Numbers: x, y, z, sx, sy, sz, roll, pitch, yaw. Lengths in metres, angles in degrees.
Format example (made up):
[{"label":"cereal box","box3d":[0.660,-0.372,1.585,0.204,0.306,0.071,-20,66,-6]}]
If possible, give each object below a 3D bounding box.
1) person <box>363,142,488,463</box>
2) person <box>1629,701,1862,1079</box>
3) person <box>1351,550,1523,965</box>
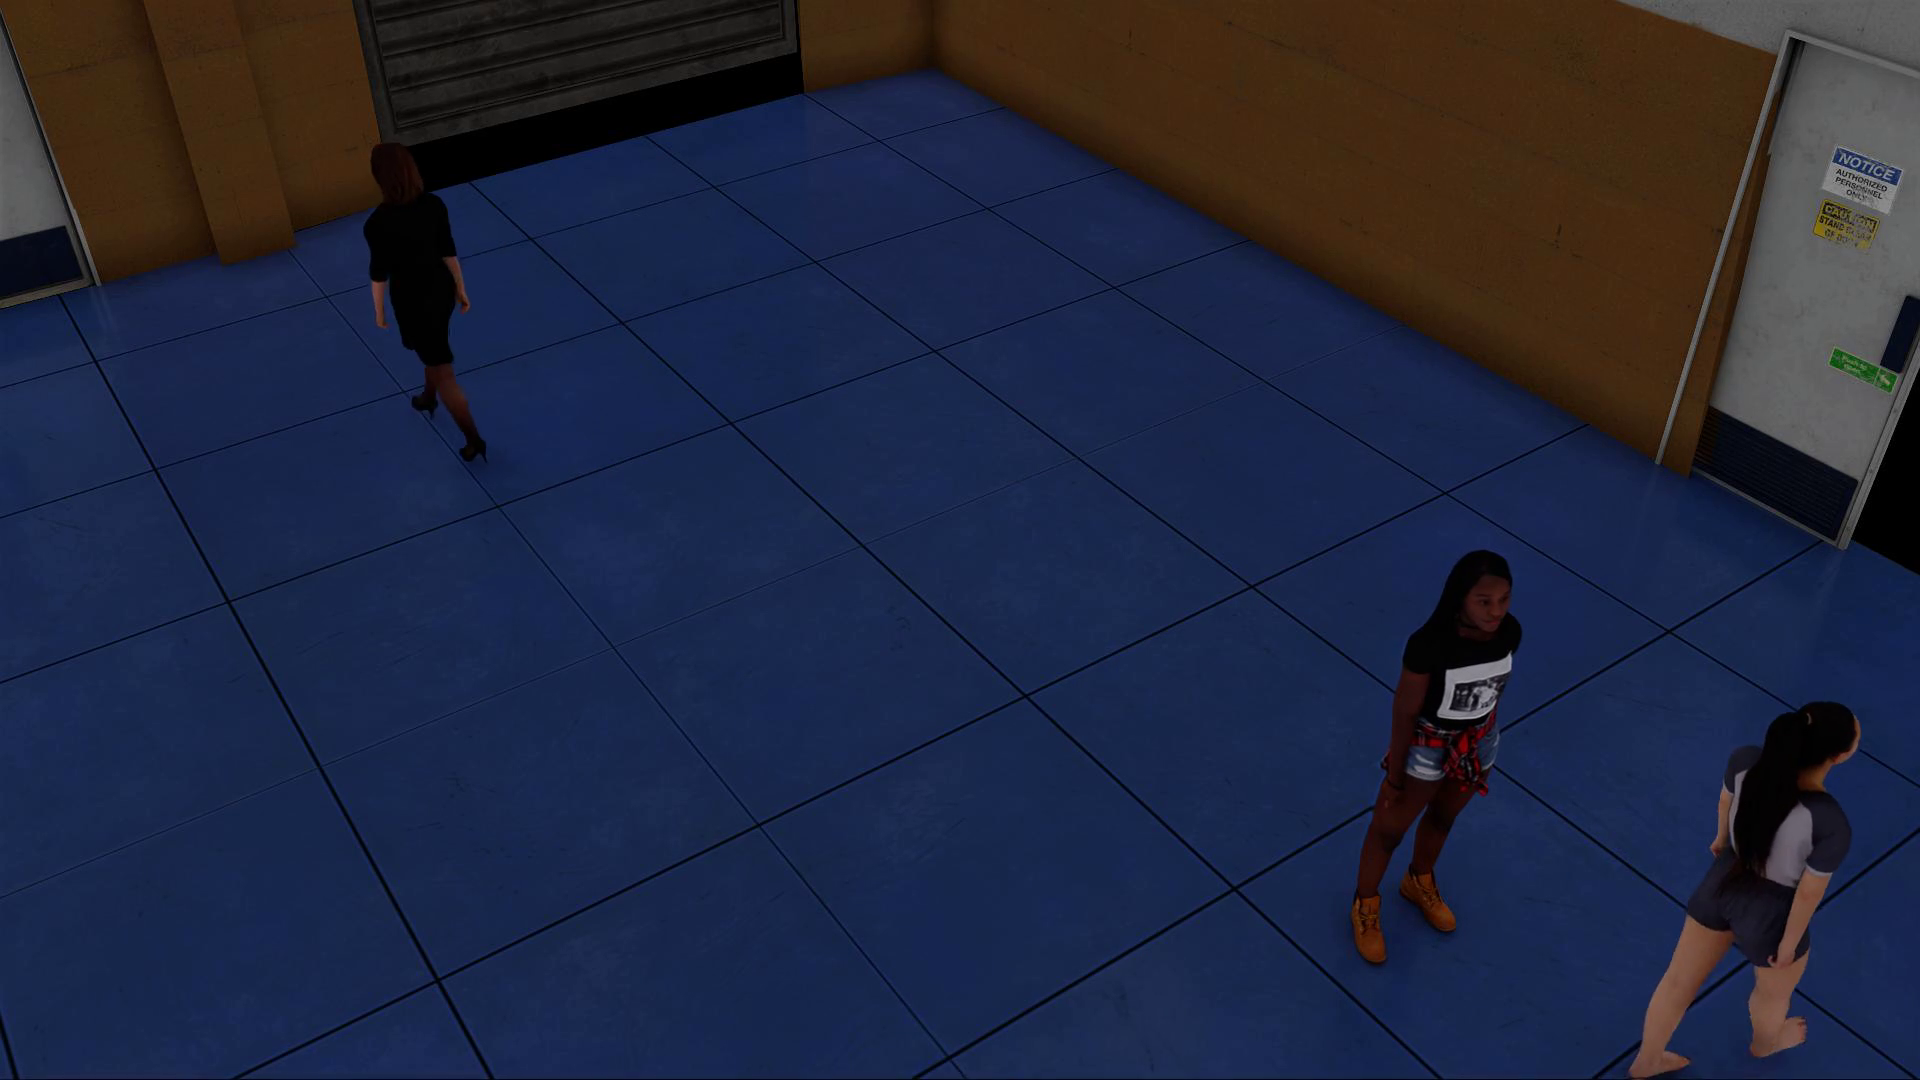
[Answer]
[{"label":"person","box3d":[-2.606,-1.118,8.235,0.824,1.665,0.986,27,44,31]},{"label":"person","box3d":[2.421,1.181,5.219,0.929,1.627,0.700,-16,40,-20]},{"label":"person","box3d":[1.648,0.734,5.730,0.596,1.728,0.716,-15,39,-19]}]
